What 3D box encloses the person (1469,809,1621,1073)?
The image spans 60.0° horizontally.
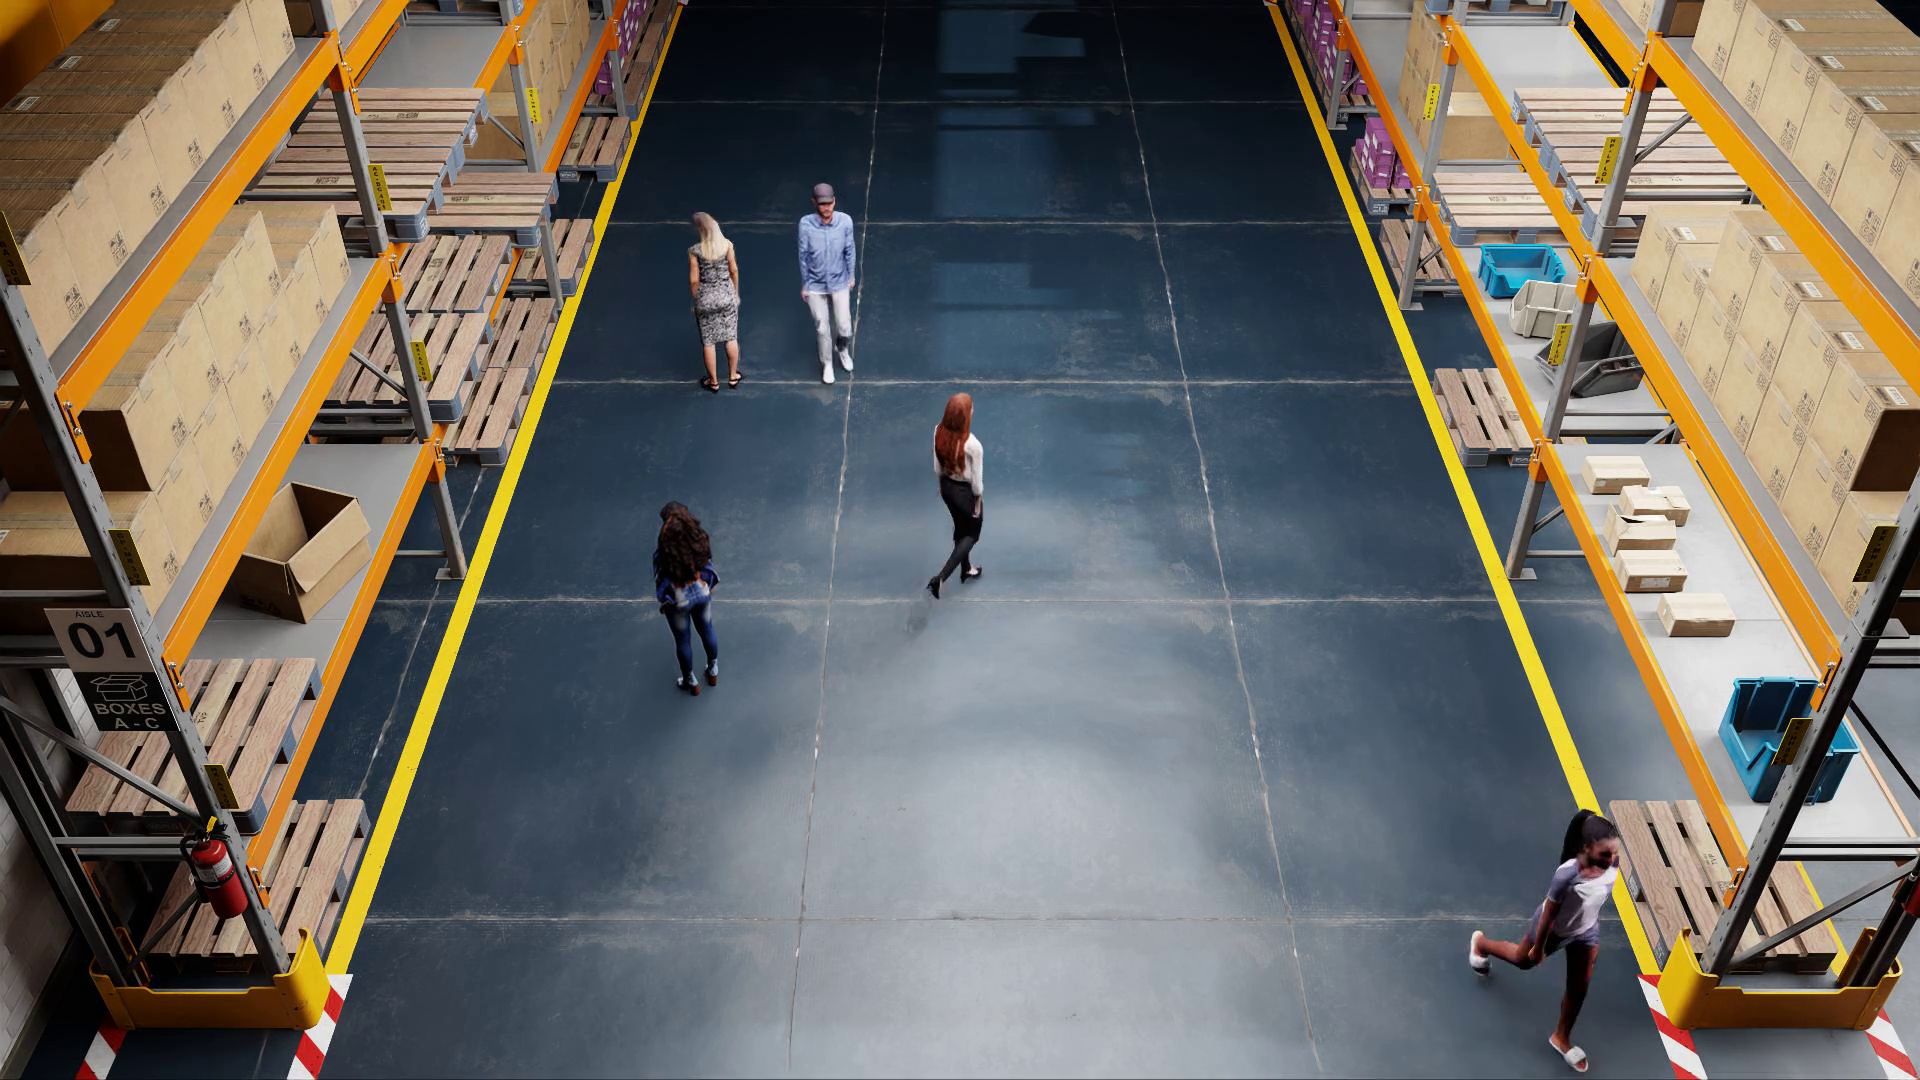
[{"bbox_3d":[3.258,2.090,9.148,0.953,1.692,1.238,-16,41,-19],"label":"person"}]

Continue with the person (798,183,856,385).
[{"bbox_3d":[-1.169,-2.277,14.465,0.694,1.880,0.679,-5,39,-7],"label":"person"}]

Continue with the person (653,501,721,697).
[{"bbox_3d":[-1.859,0.388,11.340,0.695,1.615,0.723,-23,44,-26],"label":"person"}]

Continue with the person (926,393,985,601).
[{"bbox_3d":[-0.042,-0.275,12.067,0.930,1.744,1.027,26,46,29],"label":"person"}]

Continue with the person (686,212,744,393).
[{"bbox_3d":[-2.111,-2.046,14.324,0.645,1.694,0.609,-8,39,-10],"label":"person"}]
